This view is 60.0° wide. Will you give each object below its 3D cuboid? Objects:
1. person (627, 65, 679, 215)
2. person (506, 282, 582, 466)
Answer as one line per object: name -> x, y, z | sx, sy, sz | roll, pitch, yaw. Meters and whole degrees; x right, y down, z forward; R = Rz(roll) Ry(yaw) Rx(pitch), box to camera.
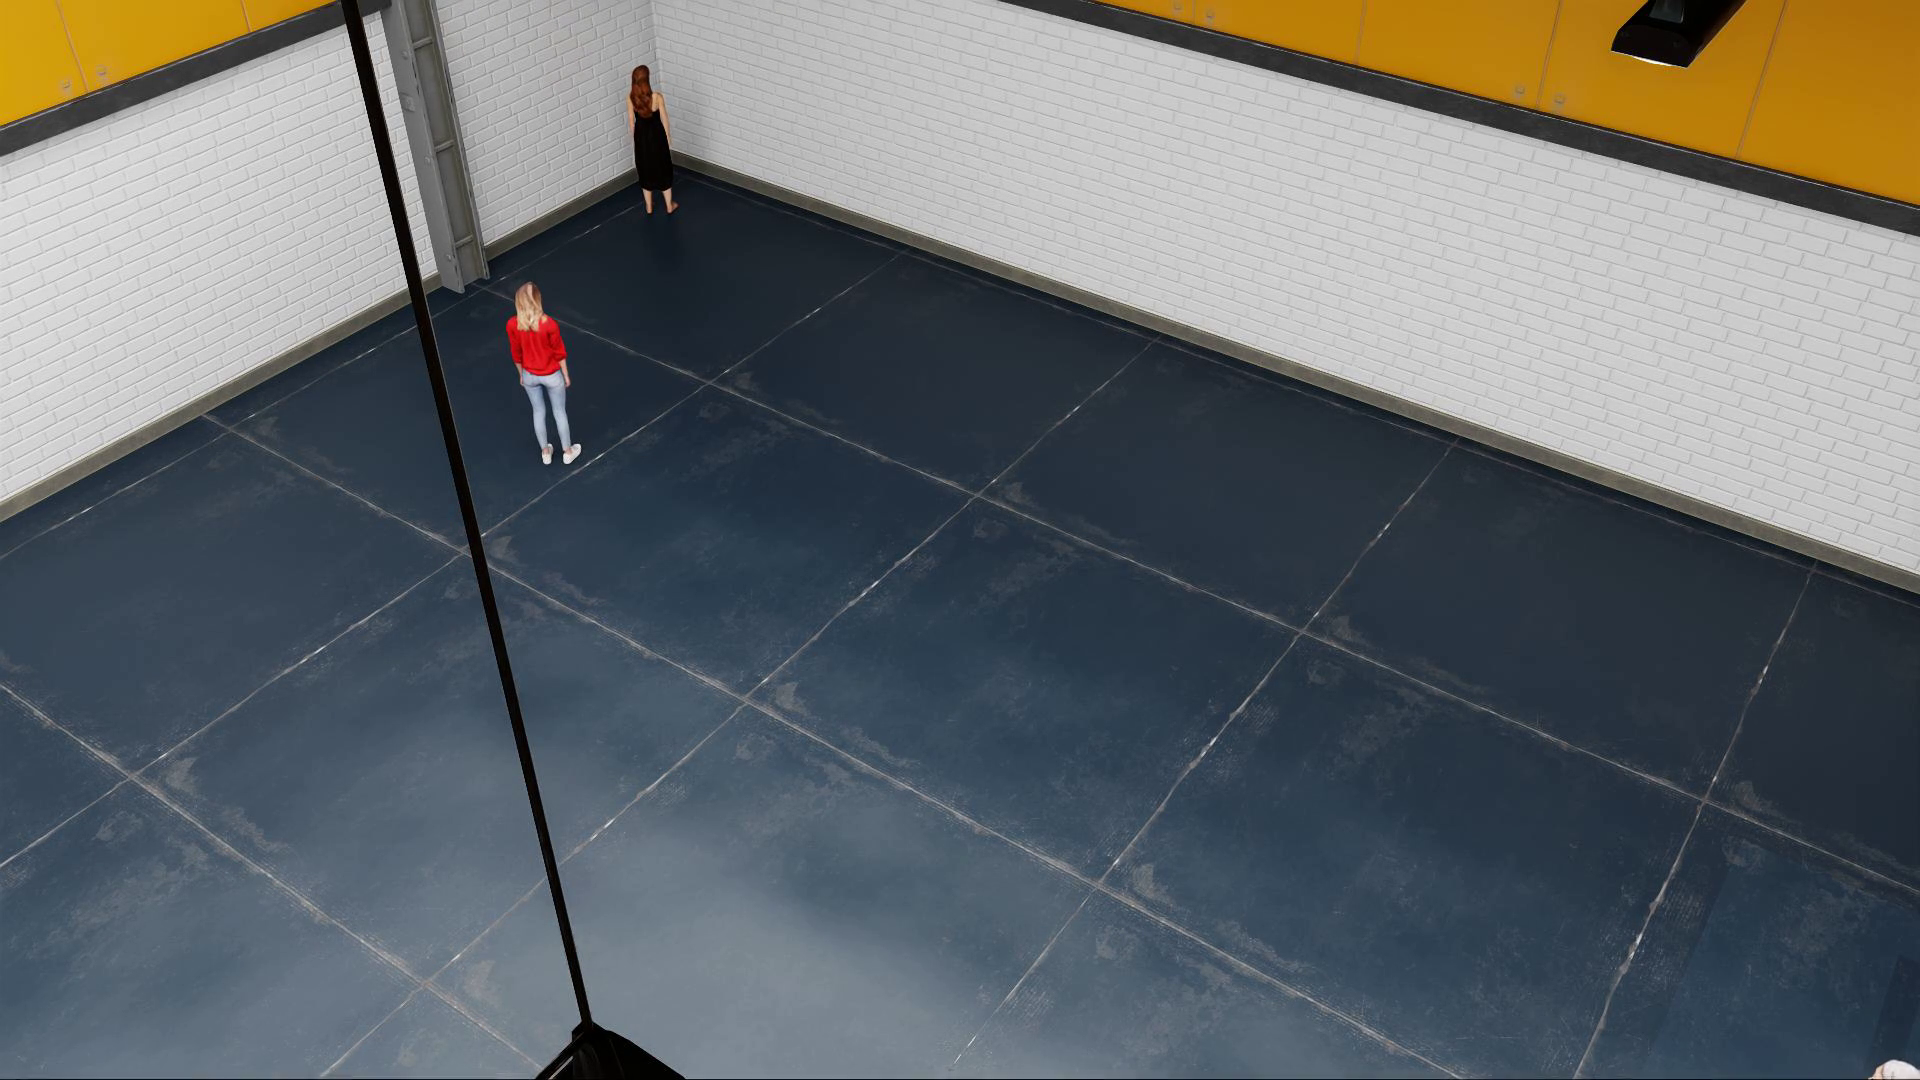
person -> -3.258, -4.205, 17.474 | 0.672, 1.624, 0.714 | 0, 39, 0
person -> -3.480, -1.374, 13.865 | 0.687, 1.705, 0.691 | 2, 39, 2
